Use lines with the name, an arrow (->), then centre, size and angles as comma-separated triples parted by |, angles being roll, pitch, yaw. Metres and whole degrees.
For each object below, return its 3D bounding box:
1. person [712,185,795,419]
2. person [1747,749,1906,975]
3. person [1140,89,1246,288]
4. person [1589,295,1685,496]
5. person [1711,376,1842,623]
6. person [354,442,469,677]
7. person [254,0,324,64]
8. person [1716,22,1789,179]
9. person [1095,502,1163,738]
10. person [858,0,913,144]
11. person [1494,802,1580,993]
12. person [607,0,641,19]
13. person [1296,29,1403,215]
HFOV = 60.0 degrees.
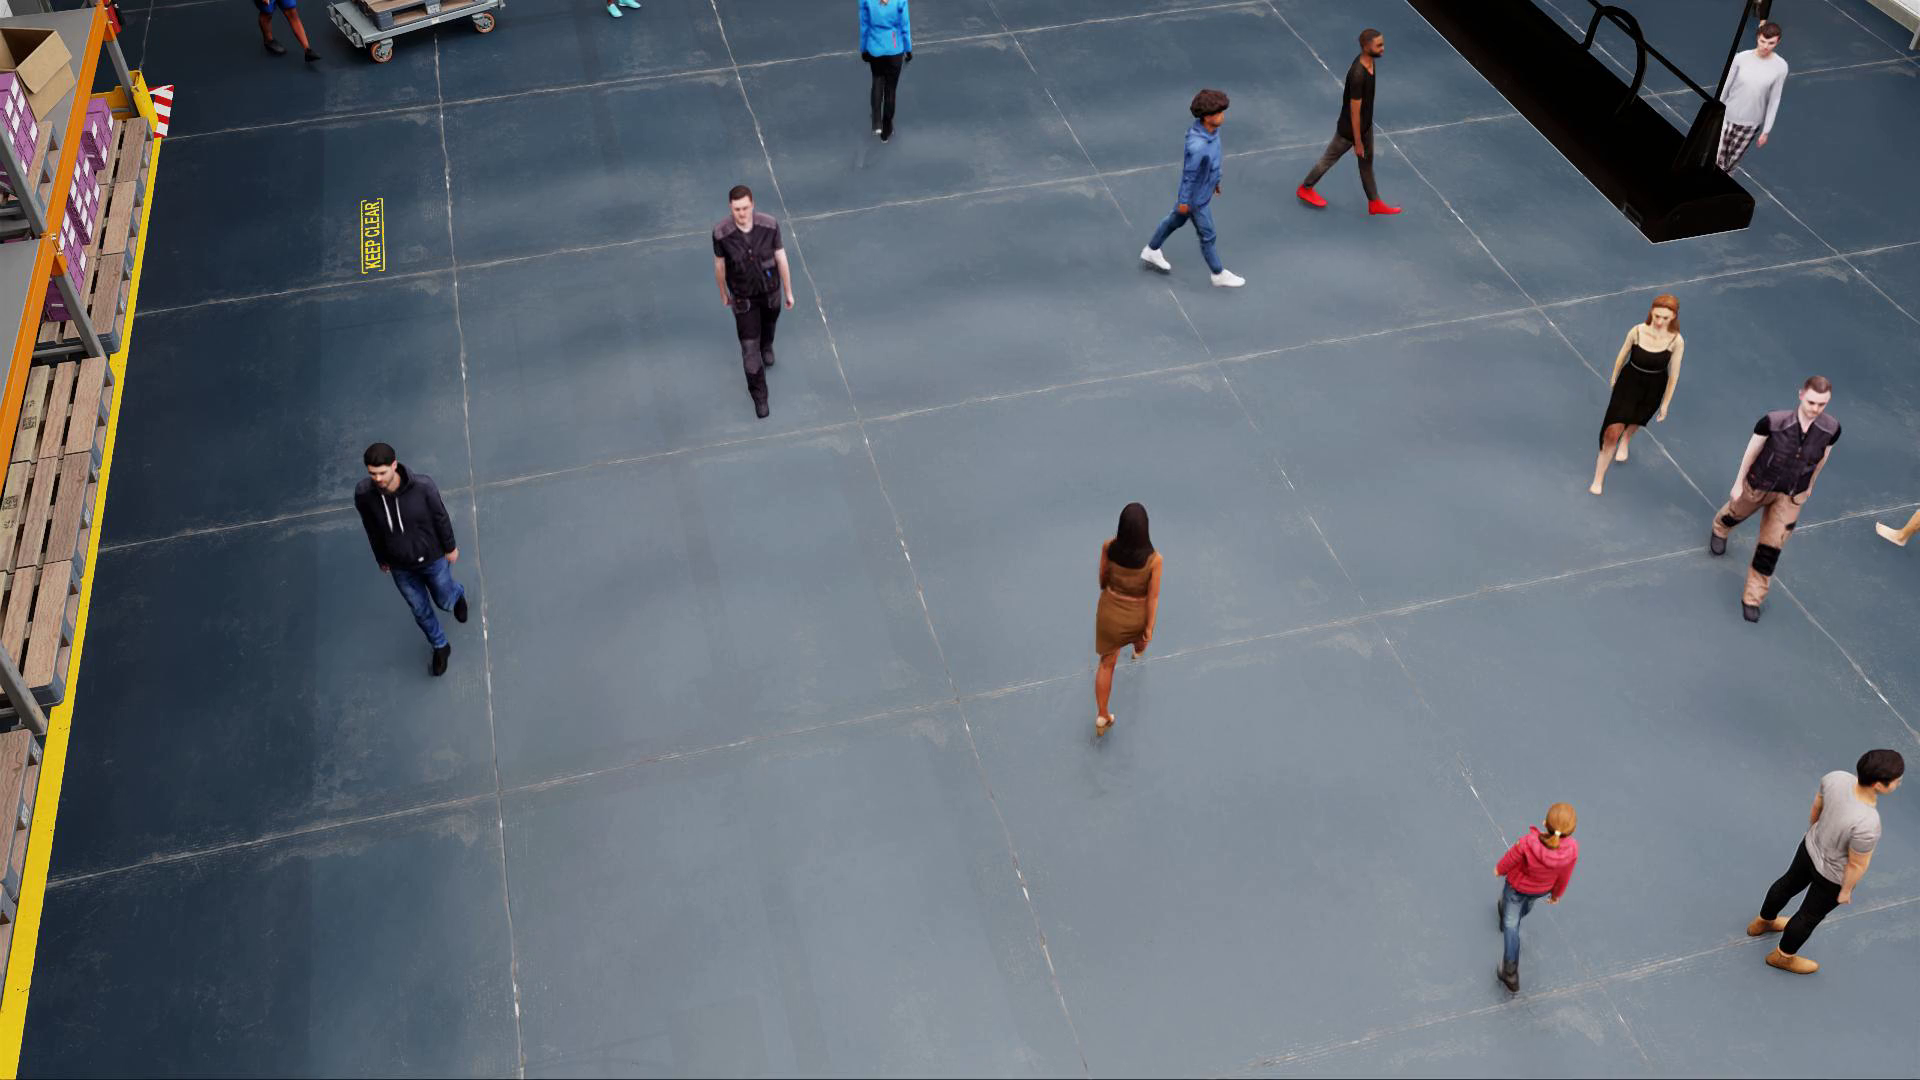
person -> -1.594, -1.970, 12.926 | 0.719, 1.807, 1.185 | -12, 45, -12
person -> 4.753, 1.732, 9.104 | 0.703, 1.719, 0.515 | -3, 44, -4
person -> 1.909, -2.955, 13.989 | 1.212, 1.768, 1.227 | 16, 46, 16
person -> 5.028, -1.158, 12.238 | 0.983, 1.581, 1.124 | 15, 46, 15
person -> 5.519, -0.432, 11.326 | 1.099, 1.788, 1.312 | 11, 45, 11
person -> -3.503, 0.035, 10.770 | 0.779, 1.879, 0.945 | -1, 44, -1
person -> -7.079, -5.707, 16.896 | 1.168, 1.743, 1.049 | 24, 49, 23
person -> 6.956, -3.759, 14.812 | 1.094, 1.796, 1.227 | 17, 46, 17
person -> 1.007, 0.546, 10.415 | 1.002, 1.628, 1.171 | 15, 46, 16
person -> -0.723, -4.541, 15.641 | 0.736, 1.784, 0.768 | 10, 44, 10
person -> 3.149, 1.960, 9.175 | 0.677, 1.292, 0.950 | 2, 44, 2
person -> -3.712, -6.445, 17.684 | 0.696, 1.724, 0.643 | 24, 49, 23
person -> 3.402, -3.688, 14.765 | 1.243, 1.759, 1.210 | 20, 47, 20
